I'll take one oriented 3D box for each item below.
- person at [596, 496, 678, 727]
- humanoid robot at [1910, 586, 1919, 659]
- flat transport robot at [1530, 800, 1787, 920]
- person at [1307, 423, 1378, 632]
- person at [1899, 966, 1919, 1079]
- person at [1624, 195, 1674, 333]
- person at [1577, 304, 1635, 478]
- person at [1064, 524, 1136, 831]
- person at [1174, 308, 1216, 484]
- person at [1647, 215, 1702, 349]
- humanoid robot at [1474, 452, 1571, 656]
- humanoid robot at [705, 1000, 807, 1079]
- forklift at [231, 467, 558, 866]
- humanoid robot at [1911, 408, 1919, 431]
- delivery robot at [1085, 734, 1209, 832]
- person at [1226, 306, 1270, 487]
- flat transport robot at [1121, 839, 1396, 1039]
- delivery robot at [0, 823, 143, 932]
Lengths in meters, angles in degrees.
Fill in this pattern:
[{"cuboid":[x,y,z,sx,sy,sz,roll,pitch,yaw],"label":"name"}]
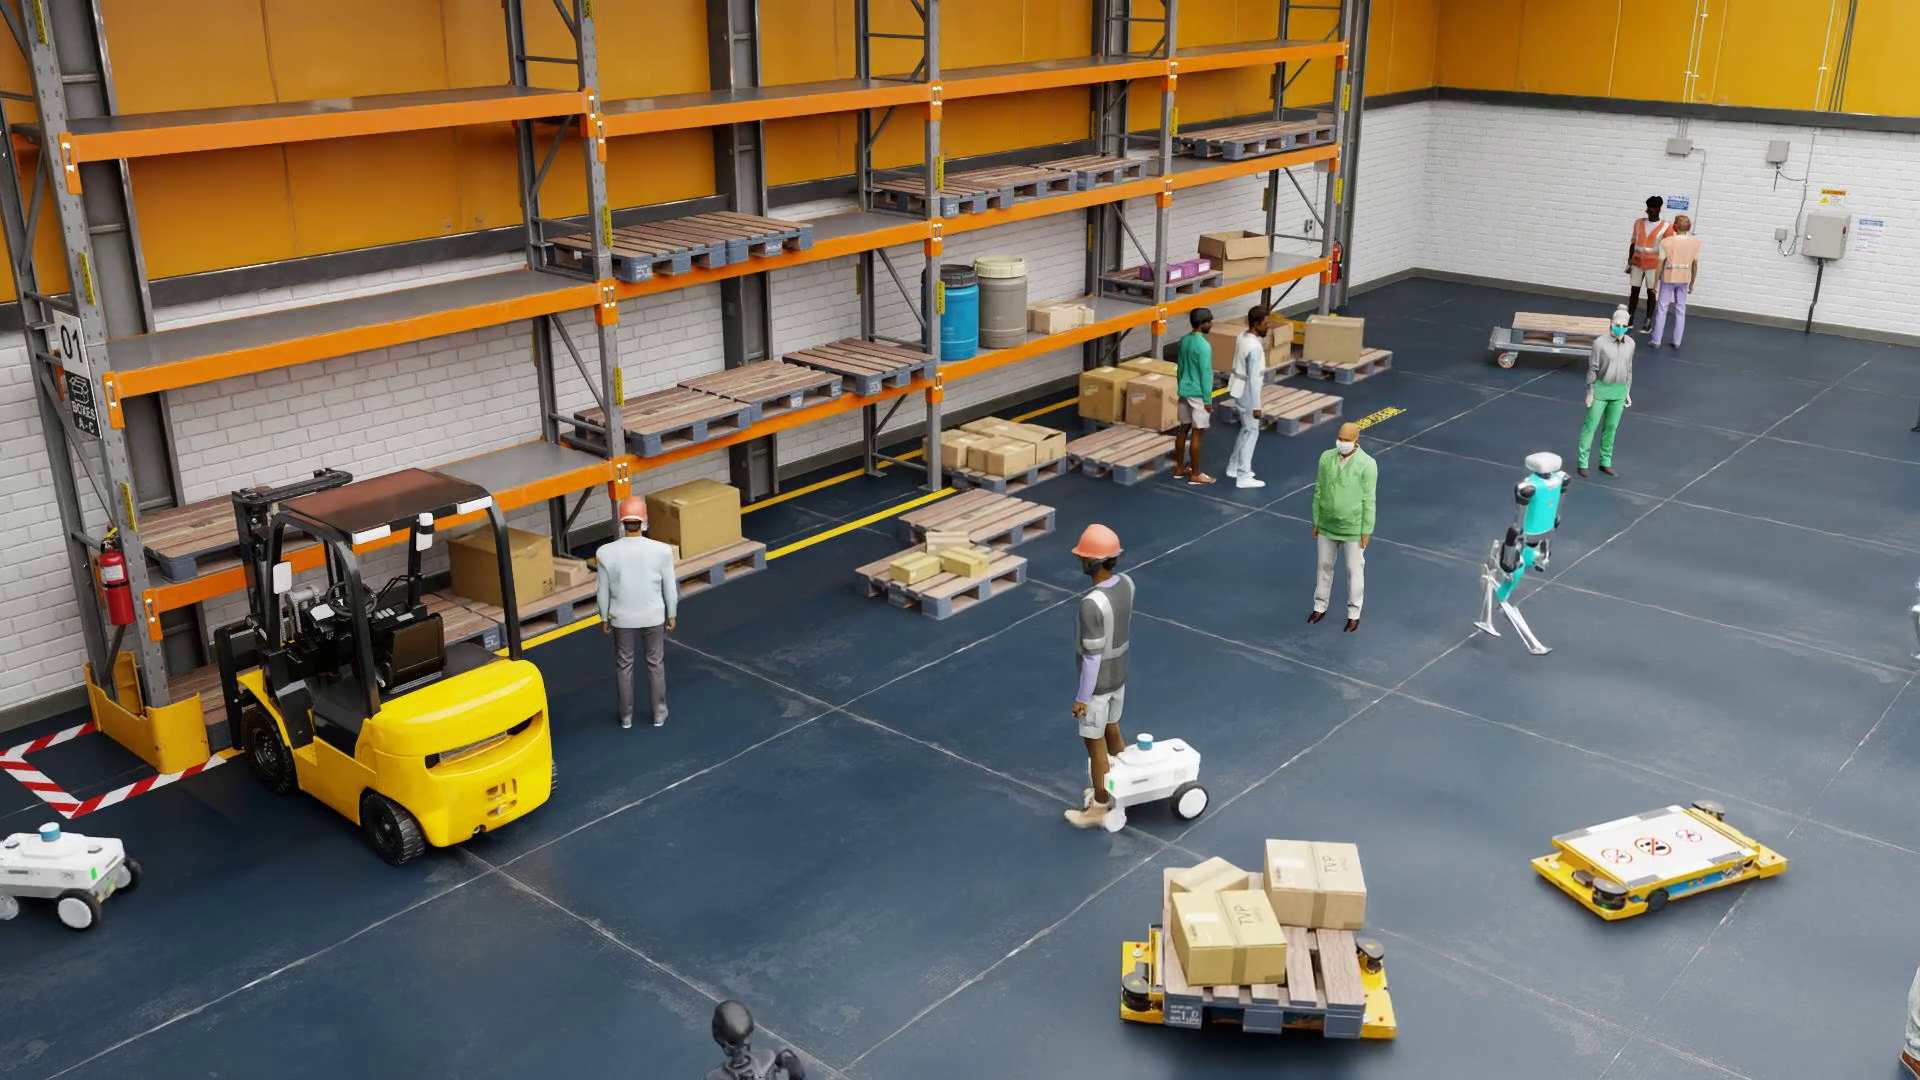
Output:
[{"cuboid":[-2.323,0.523,12.012,0.572,1.739,0.351,-4,21,-10],"label":"person"},{"cuboid":[7.764,0.189,12.966,0.757,1.797,0.537,-12,23,-29],"label":"humanoid robot"},{"cuboid":[4.307,1.961,10.238,1.431,0.231,0.659,-9,22,-22],"label":"flat transport robot"},{"cuboid":[3.154,-0.120,13.709,0.539,1.776,0.388,14,24,33],"label":"person"},{"cuboid":[5.049,1.812,8.234,0.630,1.940,0.372,-10,23,-25],"label":"person"},{"cuboid":[9.833,-3.948,23.812,0.377,1.958,0.602,-18,27,-40],"label":"person"},{"cuboid":[6.832,-1.573,17.528,0.511,1.852,0.340,-3,20,-8],"label":"person"},{"cuboid":[0.870,0.874,10.626,0.388,2.040,0.613,11,23,27],"label":"person"},{"cuboid":[2.434,-1.503,17.345,0.399,1.848,0.492,-10,23,-26],"label":"person"},{"cuboid":[9.829,-3.532,22.860,0.562,1.837,0.378,1,20,2],"label":"person"},{"cuboid":[4.378,0.085,13.192,0.560,1.727,1.022,-12,24,-30],"label":"humanoid robot"},{"cuboid":[-0.777,2.578,6.598,0.588,1.639,0.671,-11,23,-28],"label":"humanoid robot"},{"cuboid":[-3.730,0.710,10.856,2.313,2.155,1.214,17,26,38],"label":"forklift"},{"cuboid":[11.410,-2.067,19.150,0.721,1.638,0.604,-10,22,-24],"label":"humanoid robot"},{"cuboid":[1.232,1.563,10.922,0.786,0.608,0.499,-9,22,-23],"label":"delivery robot"},{"cuboid":[2.982,-1.488,17.227,0.413,1.901,0.608,-1,20,-3],"label":"person"},{"cuboid":[1.601,2.400,9.048,1.431,0.231,0.659,2,20,6],"label":"flat transport robot"},{"cuboid":[-5.300,1.967,9.832,0.792,0.611,0.499,2,20,6],"label":"delivery robot"}]
